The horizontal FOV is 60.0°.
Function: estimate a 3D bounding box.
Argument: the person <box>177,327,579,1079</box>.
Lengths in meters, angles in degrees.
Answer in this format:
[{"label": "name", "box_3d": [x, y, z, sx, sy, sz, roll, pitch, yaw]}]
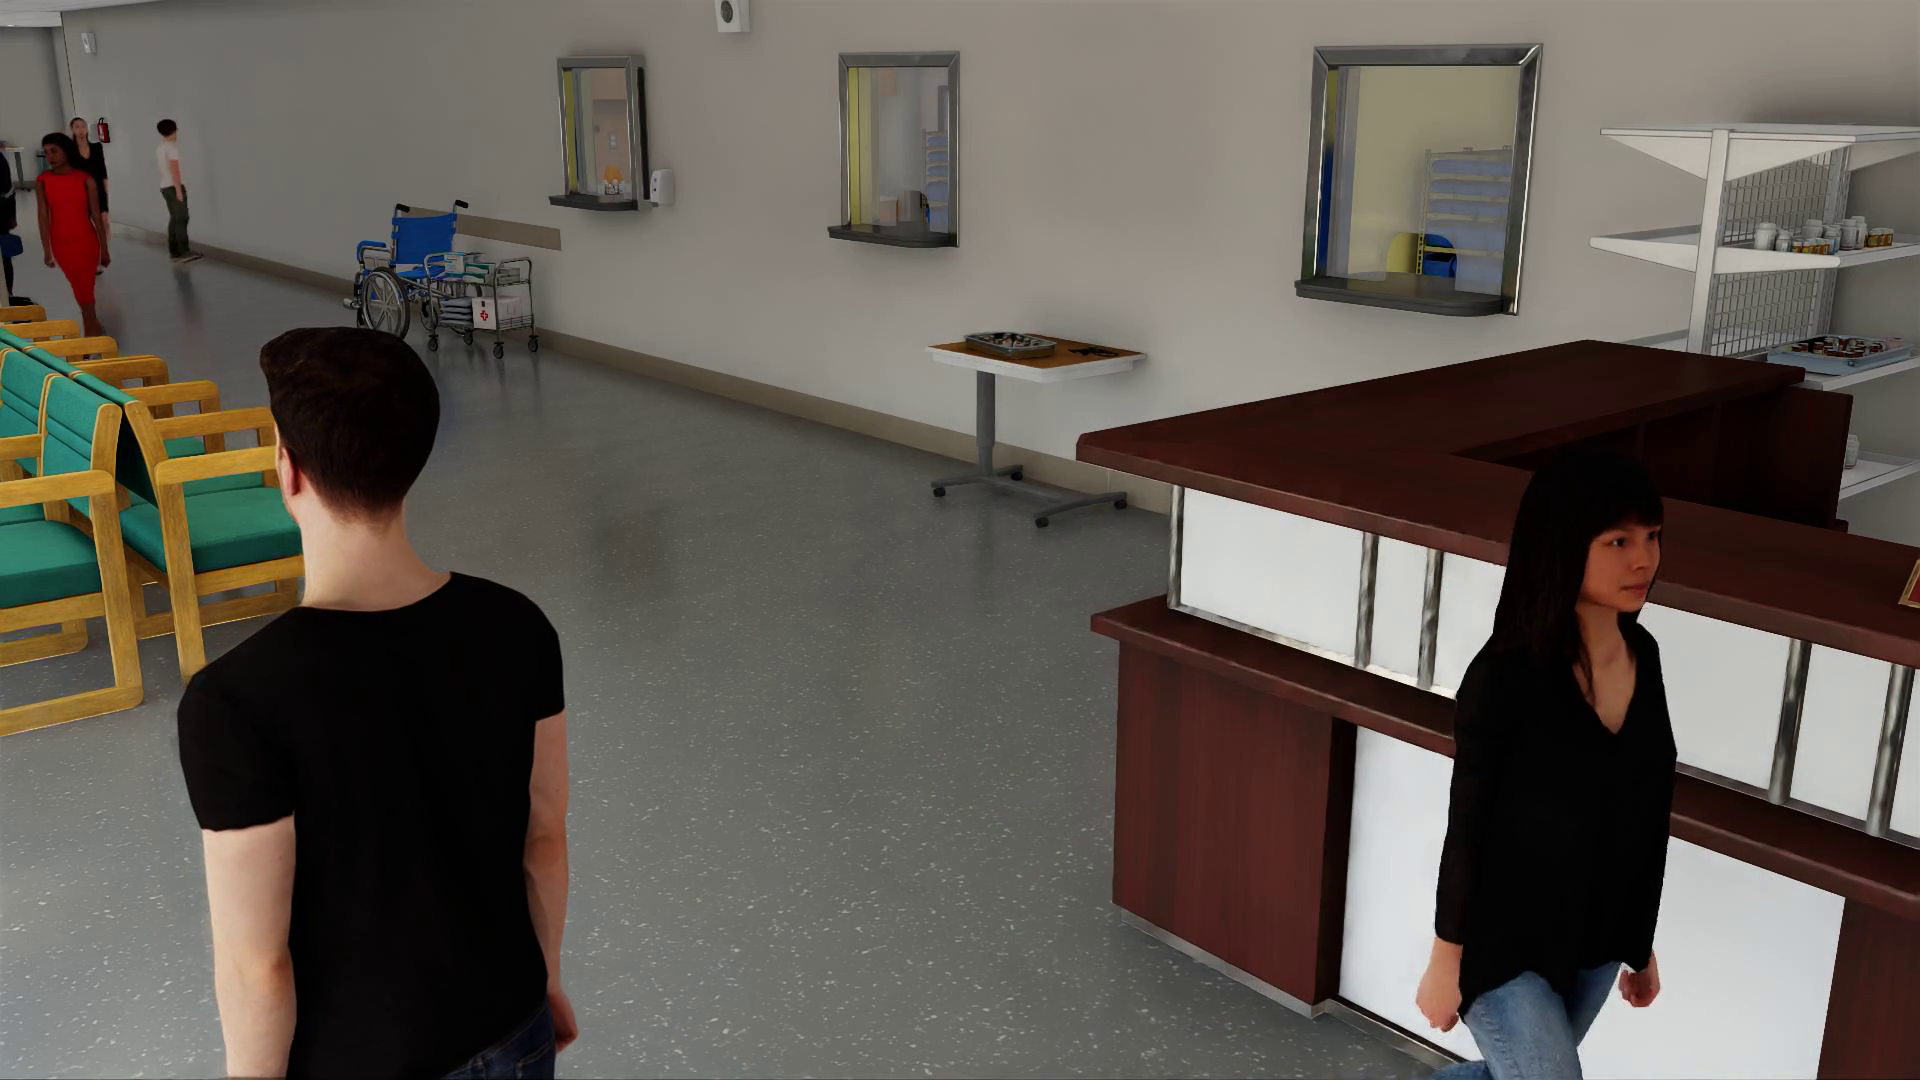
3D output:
[{"label": "person", "box_3d": [-0.699, 0.668, 2.160, 0.758, 1.897, 0.570, 13, 20, 39]}]

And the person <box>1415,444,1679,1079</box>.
[{"label": "person", "box_3d": [0.912, 0.637, 2.781, 1.020, 1.620, 0.734, -10, 18, -31]}]

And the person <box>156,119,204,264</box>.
[{"label": "person", "box_3d": [-9.183, -4.058, 19.406, 0.507, 1.635, 0.825, -8, 18, -28]}]

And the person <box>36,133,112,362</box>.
[{"label": "person", "box_3d": [-6.733, -2.191, 12.689, 1.172, 1.685, 0.989, -4, 16, -15]}]

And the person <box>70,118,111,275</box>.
[{"label": "person", "box_3d": [-9.583, -3.759, 18.253, 0.530, 1.685, 0.670, -12, 19, -35]}]

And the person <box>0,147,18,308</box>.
[{"label": "person", "box_3d": [-9.252, -3.128, 15.765, 1.067, 1.819, 0.949, -6, 17, -19]}]
